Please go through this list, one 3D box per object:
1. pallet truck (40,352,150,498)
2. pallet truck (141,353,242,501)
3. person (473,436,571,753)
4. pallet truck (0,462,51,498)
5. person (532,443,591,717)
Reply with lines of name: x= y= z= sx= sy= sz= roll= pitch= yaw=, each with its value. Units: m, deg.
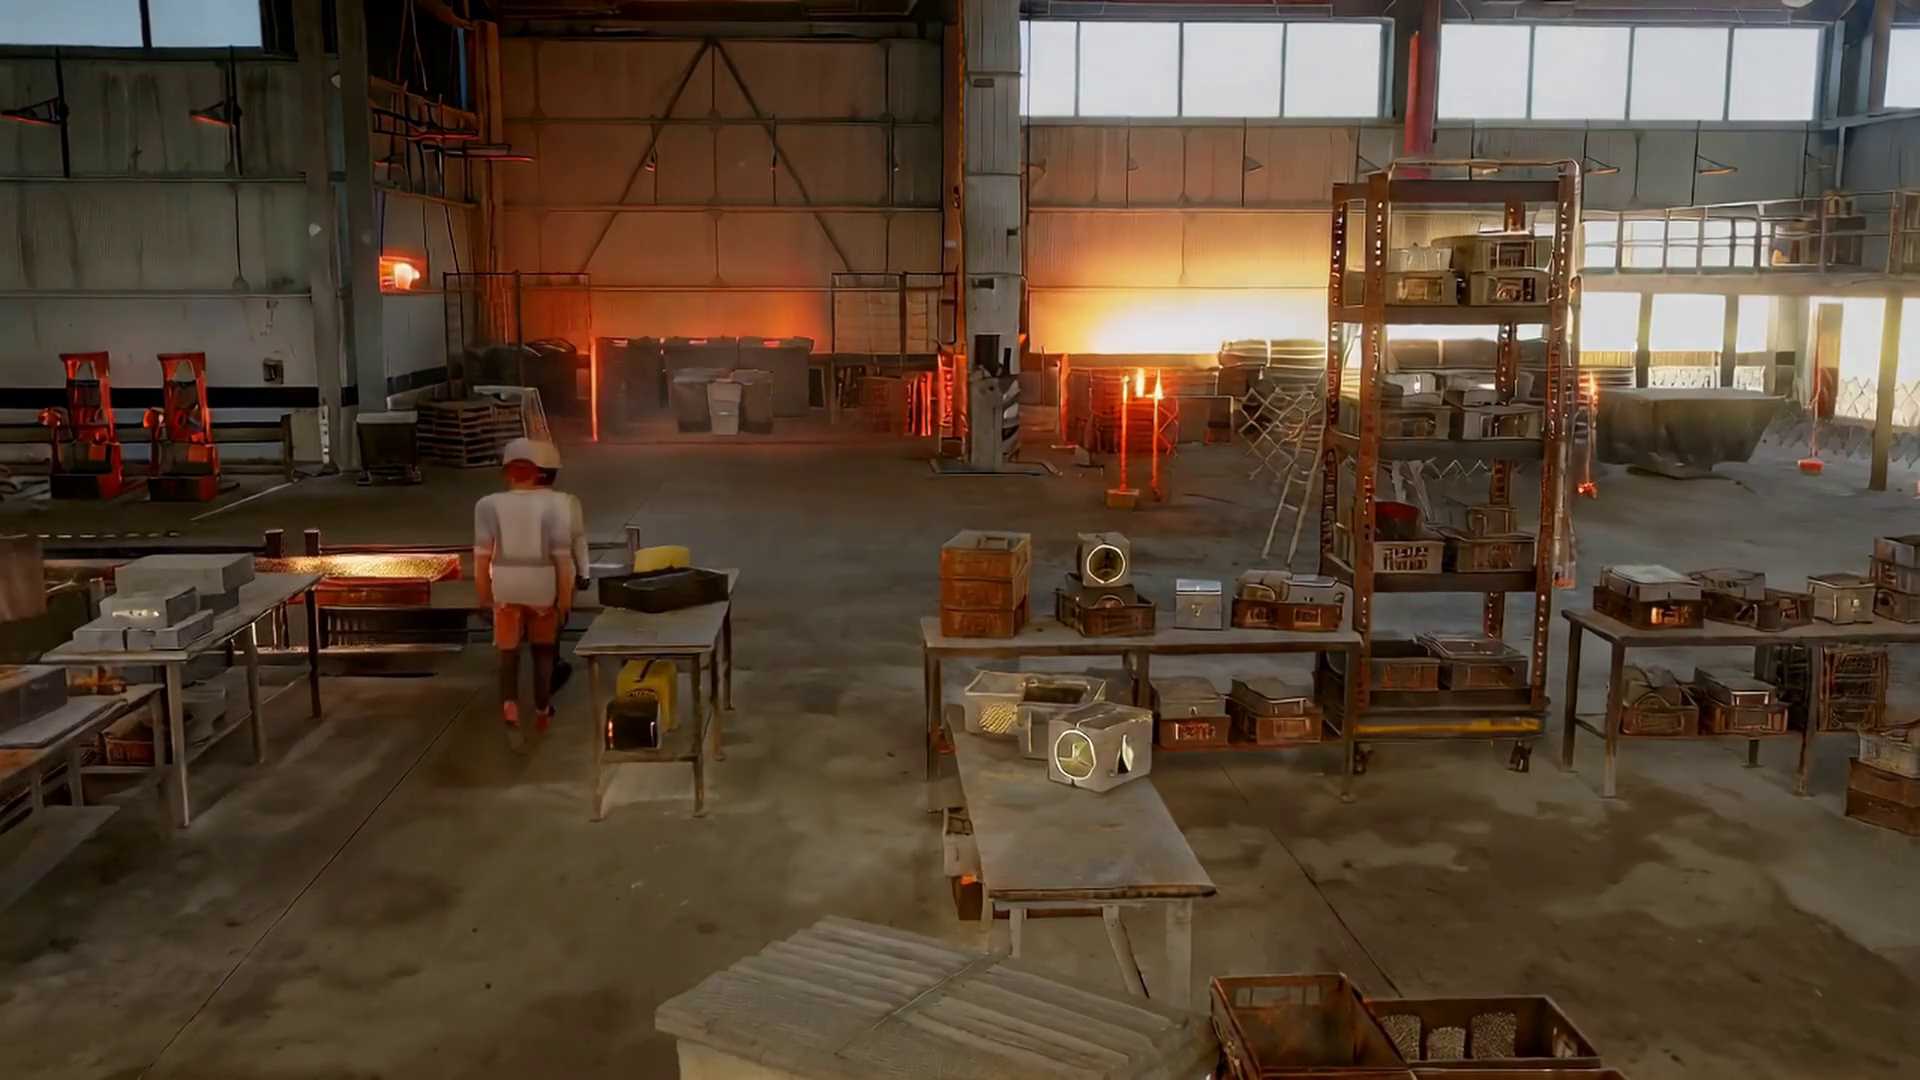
pallet truck: x=-11.907 y=-1.642 z=23.165 sx=0.823 sy=1.965 sz=1.885 roll=0 pitch=9 yaw=0
pallet truck: x=-10.520 y=-1.604 z=22.925 sx=0.823 sy=1.965 sz=1.885 roll=-1 pitch=9 yaw=-6
person: x=-2.797 y=0.346 z=10.643 sx=0.615 sy=2.018 sz=0.870 roll=-2 pitch=9 yaw=-10
pallet truck: x=-13.193 y=-1.293 z=23.148 sx=0.653 sy=1.274 sz=1.630 roll=-1 pitch=9 yaw=-4
person: x=-2.885 y=0.253 z=11.666 sx=0.547 sy=1.867 sz=1.062 roll=1 pitch=9 yaw=5
